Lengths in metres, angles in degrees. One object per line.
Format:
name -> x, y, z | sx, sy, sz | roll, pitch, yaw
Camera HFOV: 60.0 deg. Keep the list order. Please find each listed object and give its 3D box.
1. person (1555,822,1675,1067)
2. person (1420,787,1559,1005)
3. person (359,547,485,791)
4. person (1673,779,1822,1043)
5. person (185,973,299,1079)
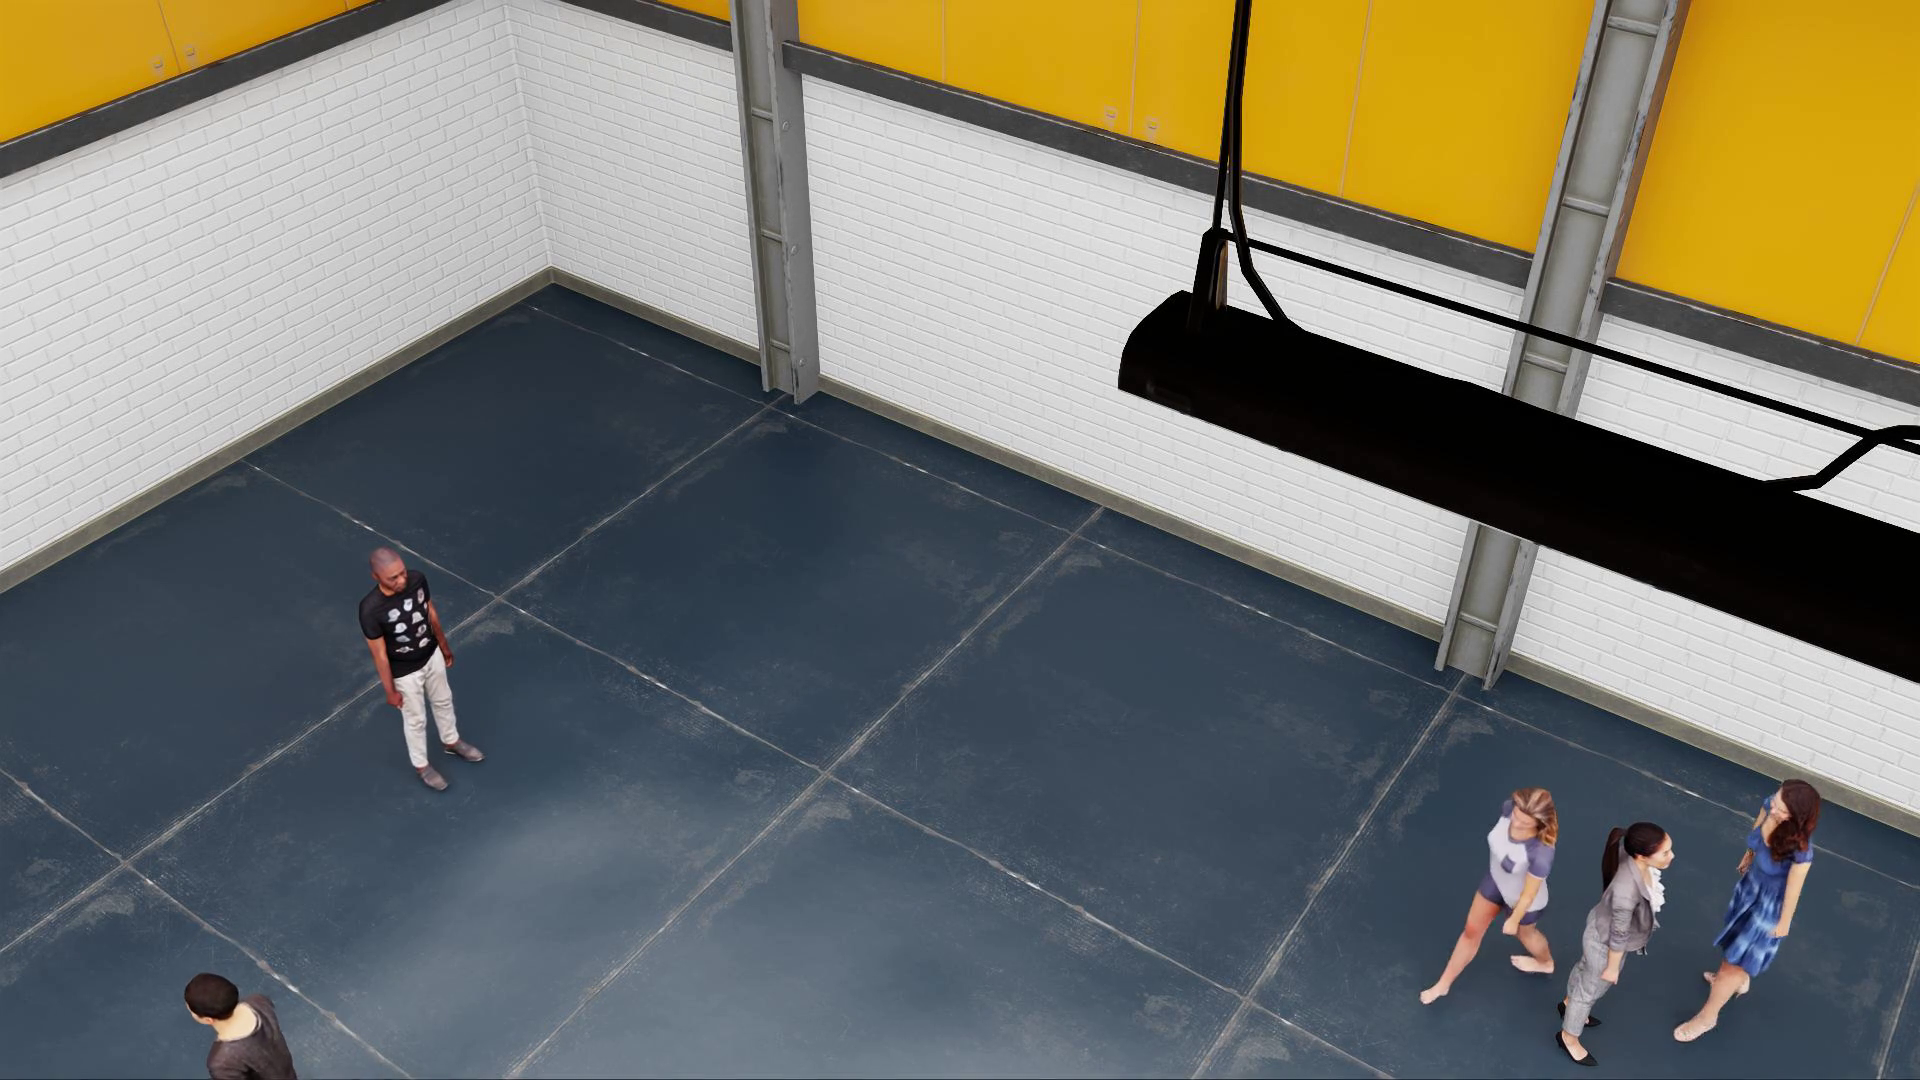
person -> 3.345, 2.047, 8.566 | 0.654, 1.679, 0.664 | 15, 41, 18
person -> 3.008, 1.849, 8.829 | 1.125, 1.659, 1.105 | -6, 39, -7
person -> -3.331, 0.741, 10.103 | 0.620, 1.801, 0.668 | 21, 43, 24
person -> 4.185, 1.894, 8.664 | 0.941, 1.796, 0.884 | 6, 39, 8
person -> -3.223, 2.608, 7.846 | 0.992, 1.700, 0.843 | 5, 39, 6
